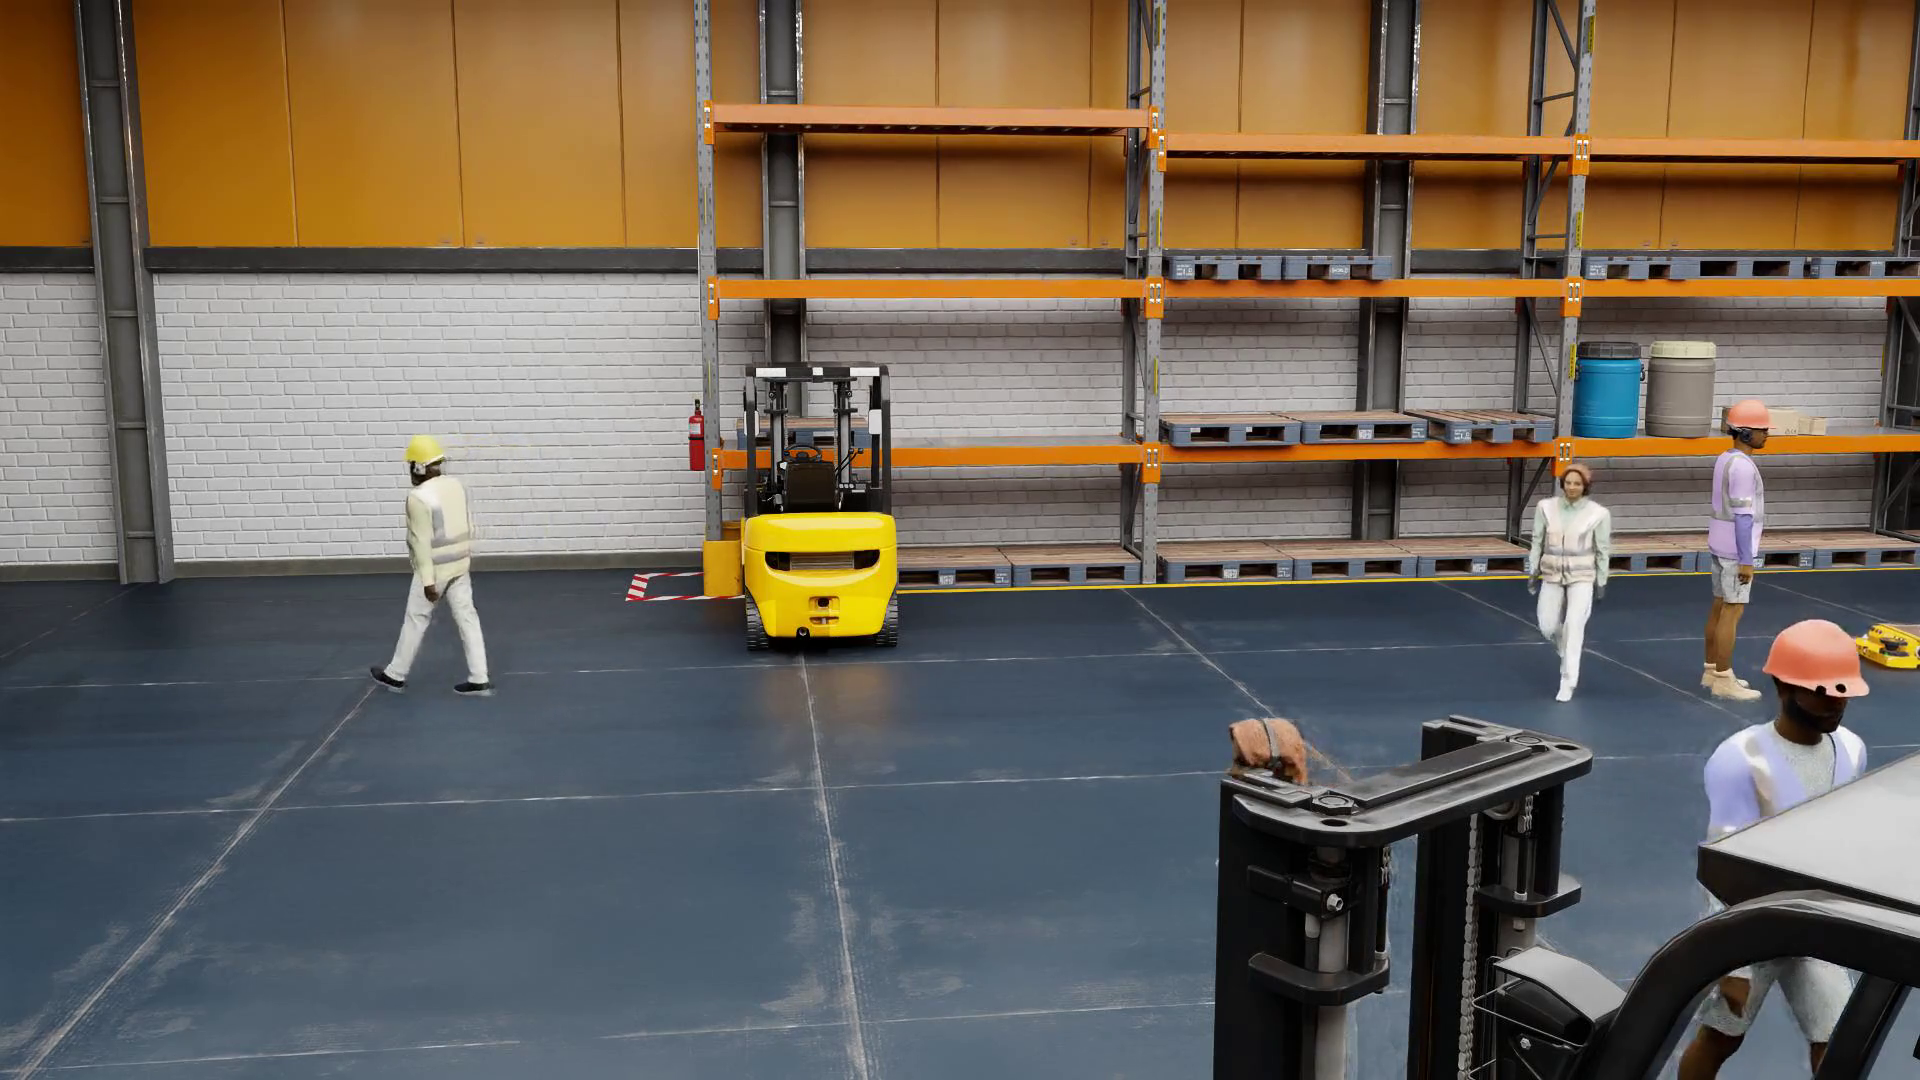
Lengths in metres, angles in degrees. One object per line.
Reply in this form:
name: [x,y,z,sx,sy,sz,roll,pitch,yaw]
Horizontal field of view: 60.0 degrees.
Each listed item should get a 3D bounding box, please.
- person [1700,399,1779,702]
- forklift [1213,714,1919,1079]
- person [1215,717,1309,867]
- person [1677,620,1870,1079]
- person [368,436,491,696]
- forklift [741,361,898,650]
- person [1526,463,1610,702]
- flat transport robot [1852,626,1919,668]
person: [5.288,0.064,11.301,0.370,2.048,0.607,2,9,12]
forklift: [1.441,1.425,2.350,1.214,2.155,2.313,-7,12,-39]
person: [0.972,1.302,4.892,0.600,1.616,0.528,-1,9,-9]
person: [2.465,1.174,4.873,0.561,1.883,0.953,-2,9,-13]
person: [-3.620,0.181,11.365,0.904,1.784,0.605,4,10,22]
forklift: [-1.154,-0.340,13.365,1.214,2.155,2.313,-1,9,-7]
person: [4.188,0.263,11.383,0.526,1.616,0.586,7,12,39]
flat transport robot: [7.443,0.781,12.351,1.431,0.197,0.652,0,9,1]
